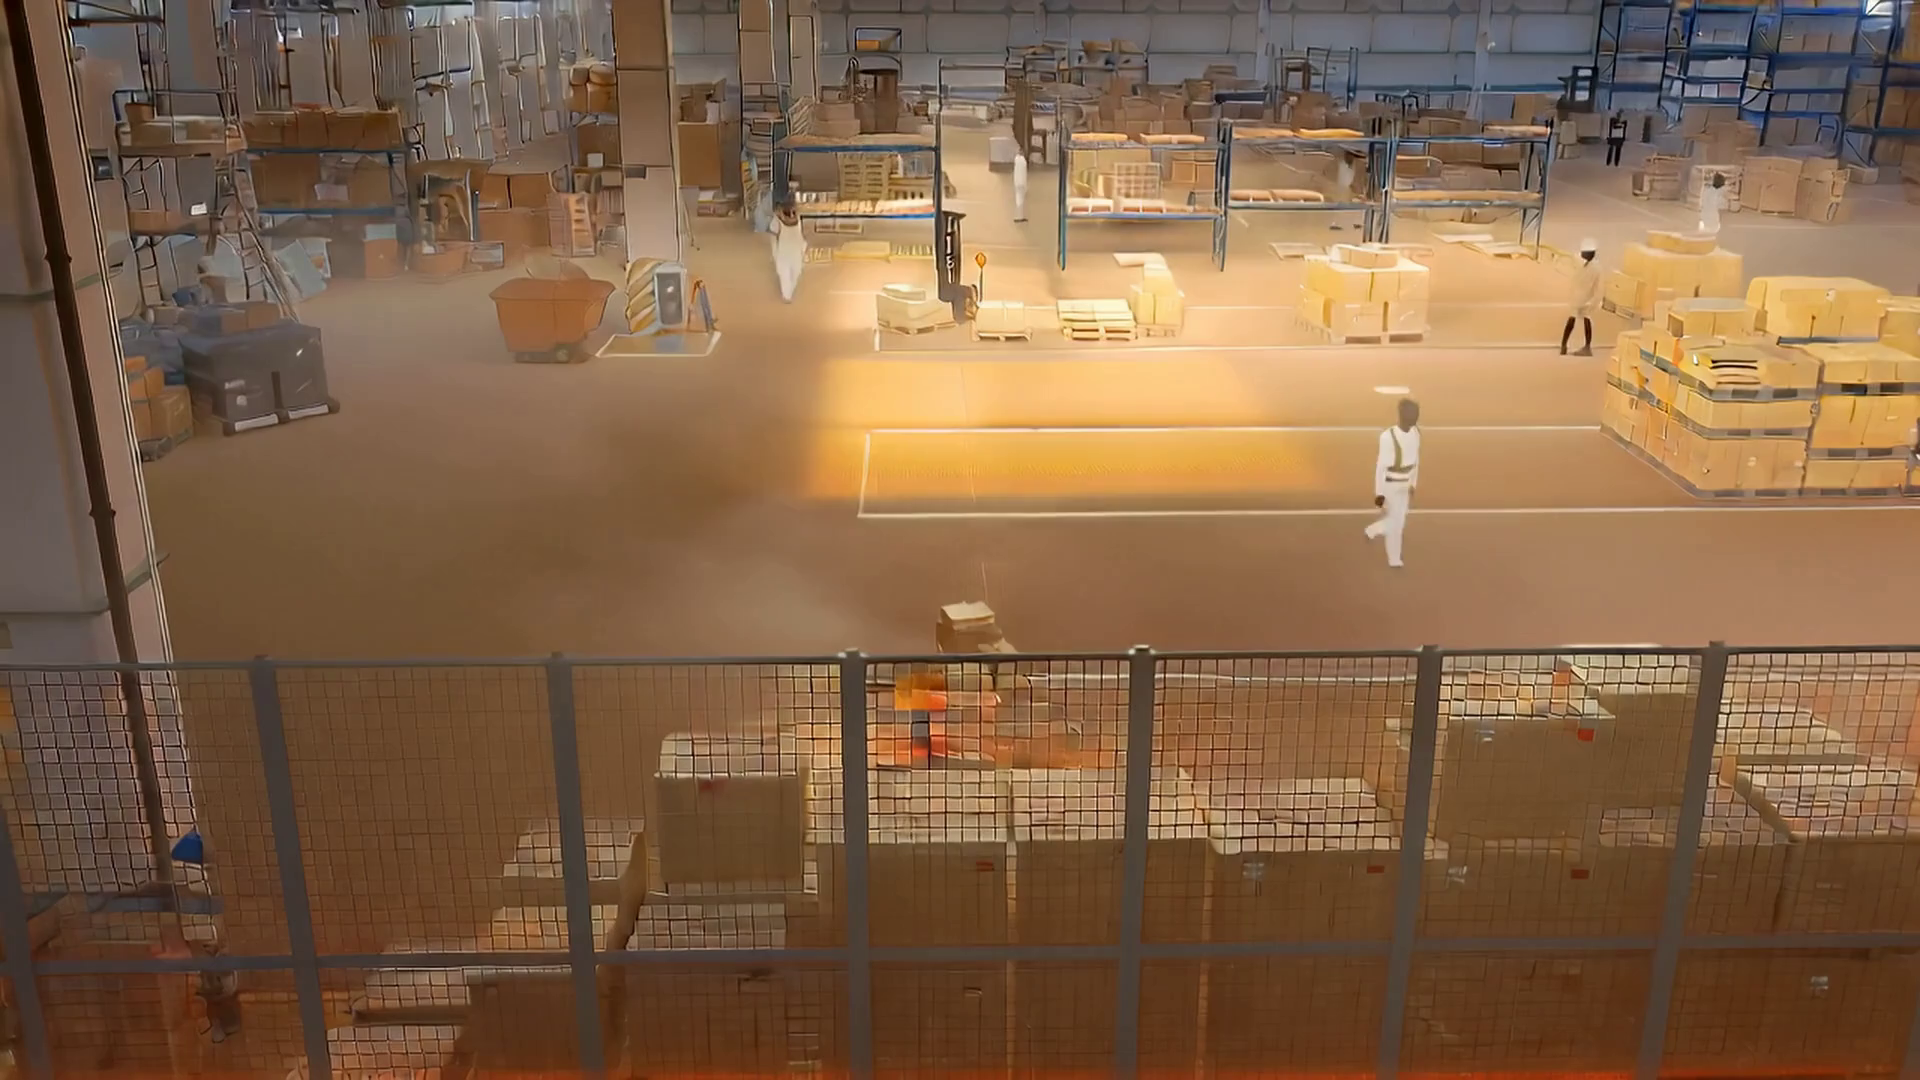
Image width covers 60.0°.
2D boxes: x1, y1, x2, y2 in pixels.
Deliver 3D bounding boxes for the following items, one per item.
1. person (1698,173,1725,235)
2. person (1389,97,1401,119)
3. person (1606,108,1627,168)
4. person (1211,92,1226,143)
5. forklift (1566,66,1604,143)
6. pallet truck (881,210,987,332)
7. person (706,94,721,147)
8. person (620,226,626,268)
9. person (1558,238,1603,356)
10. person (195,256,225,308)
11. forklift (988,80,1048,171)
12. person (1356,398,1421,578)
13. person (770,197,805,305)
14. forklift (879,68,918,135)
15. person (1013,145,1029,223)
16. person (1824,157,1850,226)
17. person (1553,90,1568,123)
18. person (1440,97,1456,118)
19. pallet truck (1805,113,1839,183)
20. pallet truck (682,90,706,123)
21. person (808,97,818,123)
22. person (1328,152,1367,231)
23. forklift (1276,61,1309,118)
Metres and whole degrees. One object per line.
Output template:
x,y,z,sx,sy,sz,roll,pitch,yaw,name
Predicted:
16.161,-6.904,35.793,0.386,1.950,0.606,-6,19,-17,person
15.674,-15.143,60.394,0.627,1.845,0.429,-8,20,-23,person
21.366,-13.088,54.196,0.593,1.911,0.383,1,19,4,person
9.742,-15.896,62.543,0.647,1.890,0.793,-12,22,-32,person
23.327,-16.364,62.415,1.129,2.768,1.873,-3,19,-7,forklift
-0.493,-4.759,29.349,1.885,1.965,0.823,-13,23,-34,pallet truck
-9.076,-15.355,60.912,0.407,1.921,0.620,14,23,36,person
-6.075,-5.313,31.111,0.623,1.913,0.502,-15,24,-38,person
10.128,-3.951,27.076,0.434,1.919,0.544,-15,24,-38,person
-11.526,-3.488,25.824,0.502,1.847,0.564,8,20,22,person
1.865,-13.266,53.226,1.873,2.768,1.129,0,19,-1,forklift
4.441,-0.583,17.182,0.588,1.865,0.743,-14,23,-36,person
-3.252,-5.503,31.491,0.692,2.000,0.704,-8,20,-22,person
-2.566,-15.673,60.368,1.873,2.768,1.129,-10,21,-26,forklift
1.539,-9.012,42.060,0.369,1.936,0.630,-3,19,-9,person
21.908,-8.689,41.486,0.530,1.689,0.322,-7,20,-20,person
22.407,-15.789,62.139,0.626,1.961,0.948,-4,19,-11,person
17.603,-15.069,60.100,0.549,1.899,0.967,5,19,16,person
26.403,-11.957,50.702,0.823,1.965,1.885,6,19,16,pallet truck
-9.671,-15.907,62.421,0.823,1.965,1.885,5,19,15,pallet truck
-5.467,-15.945,63.070,0.536,1.663,0.852,-16,24,-40,person
9.477,-8.479,40.539,0.976,1.893,0.661,-1,19,-2,person
13.228,-17.502,65.791,1.129,2.768,1.873,-1,19,-1,forklift
